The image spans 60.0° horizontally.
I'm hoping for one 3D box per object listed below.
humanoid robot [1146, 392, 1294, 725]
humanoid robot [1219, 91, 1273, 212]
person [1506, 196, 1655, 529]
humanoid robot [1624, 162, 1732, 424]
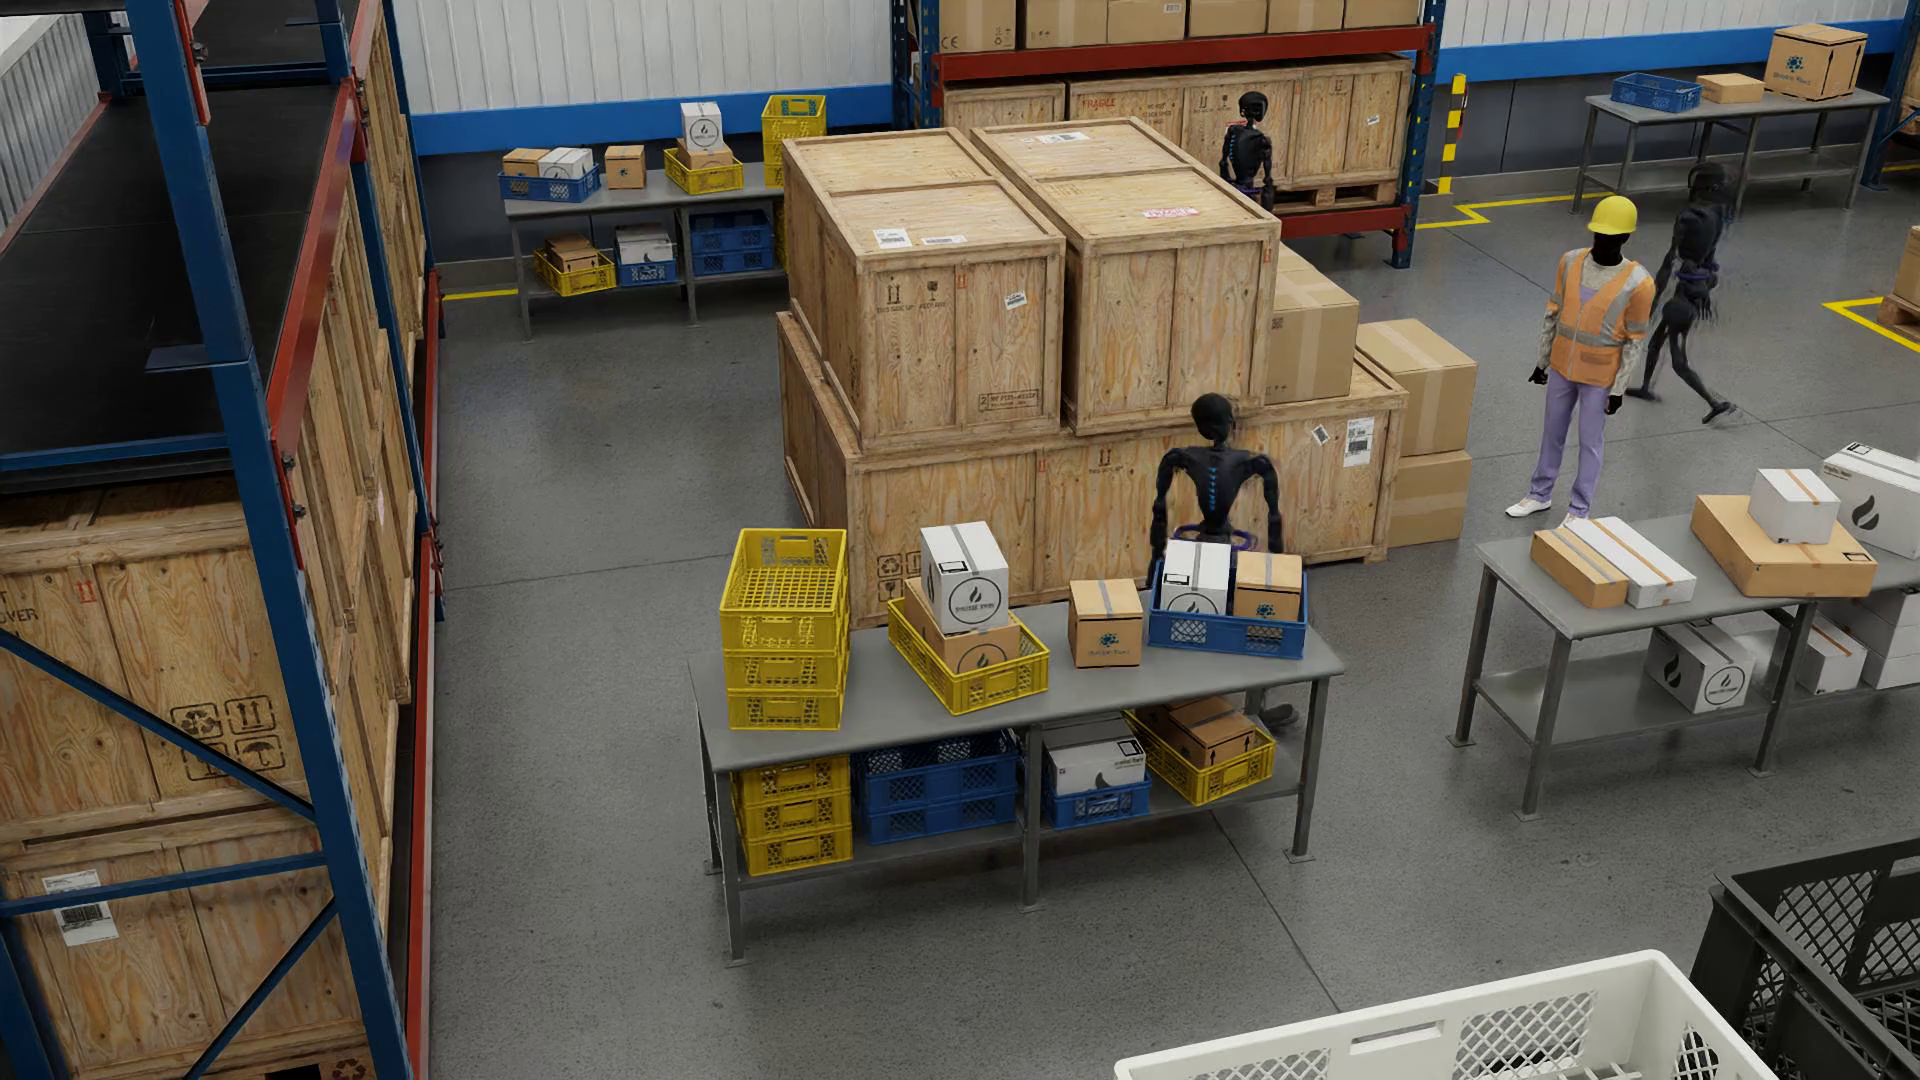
[{"bbox_3d":[1.190,0.120,7.459,0.729,1.639,0.321,9,30,16],"label":"humanoid robot"},{"bbox_3d":[2.035,-2.406,12.009,0.326,1.657,0.591,-15,32,-25],"label":"humanoid robot"},{"bbox_3d":[3.415,-0.943,9.107,0.355,1.930,0.586,-20,35,-32],"label":"person"},{"bbox_3d":[4.660,-1.559,10.524,0.704,1.639,0.569,21,35,33],"label":"humanoid robot"}]
